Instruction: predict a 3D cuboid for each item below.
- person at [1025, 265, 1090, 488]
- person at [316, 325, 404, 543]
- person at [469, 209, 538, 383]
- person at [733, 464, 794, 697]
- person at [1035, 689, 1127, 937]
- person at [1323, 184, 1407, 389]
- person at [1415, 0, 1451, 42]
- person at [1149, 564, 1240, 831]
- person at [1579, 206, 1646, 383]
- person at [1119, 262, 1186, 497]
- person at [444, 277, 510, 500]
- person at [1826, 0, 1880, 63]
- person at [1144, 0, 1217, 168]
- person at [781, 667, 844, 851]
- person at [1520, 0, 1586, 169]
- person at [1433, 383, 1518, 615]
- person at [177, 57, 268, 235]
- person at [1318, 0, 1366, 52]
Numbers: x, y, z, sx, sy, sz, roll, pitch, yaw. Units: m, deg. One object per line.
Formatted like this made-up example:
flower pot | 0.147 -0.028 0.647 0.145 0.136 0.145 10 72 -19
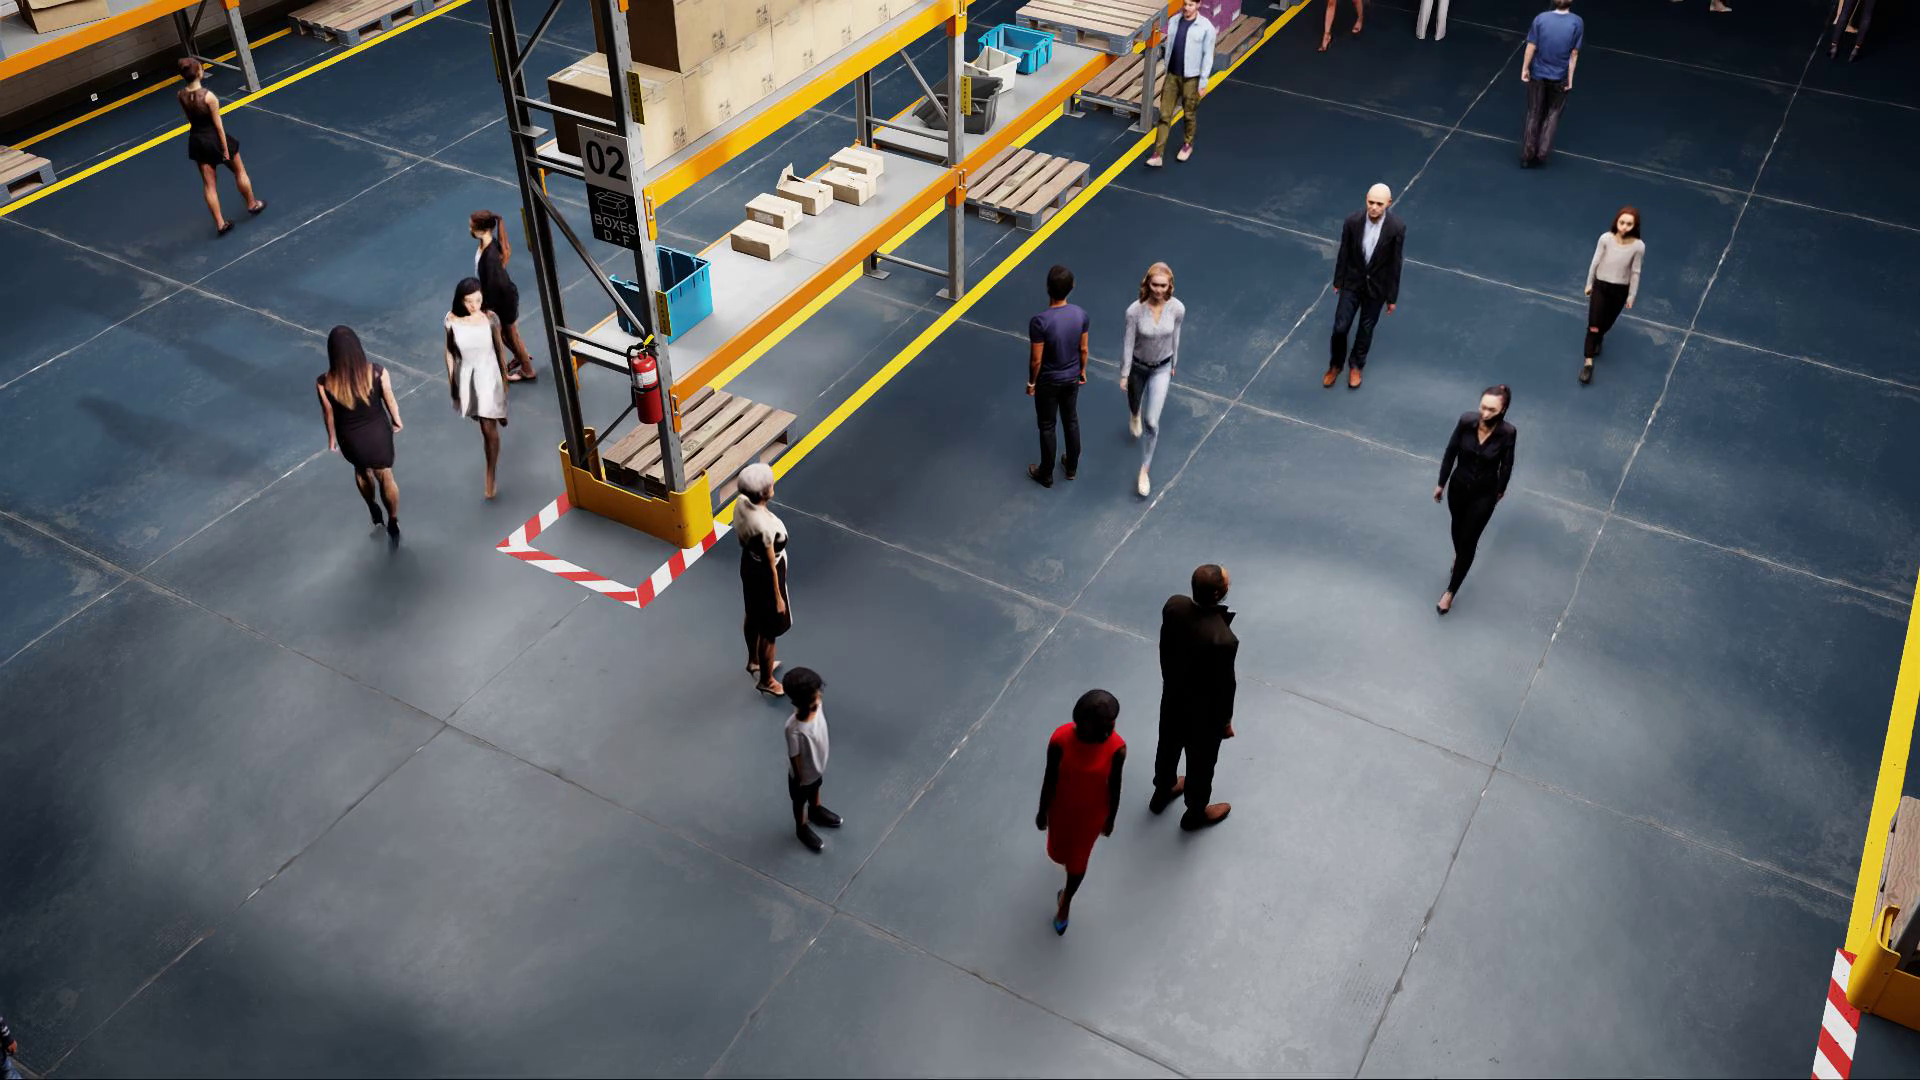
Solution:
person | 0.717 -1.195 12.256 0.669 1.790 0.781 -16 41 -19
person | -4.159 -0.682 11.681 0.783 1.706 0.856 -13 40 -16
person | -3.635 -1.975 13.429 0.728 1.545 0.671 -11 40 -13
person | -1.260 0.262 10.464 0.712 1.751 0.689 -17 42 -20
person | 0.642 1.406 9.055 0.813 1.721 0.957 4 39 5
person | 3.274 -2.077 13.364 0.736 1.786 0.702 12 40 14
person | 5.526 -6.619 19.061 0.639 1.774 0.620 10 40 12
person | 1.350 0.894 9.549 0.740 1.904 0.769 -28 46 -30
person | 5.341 -2.072 13.622 0.628 1.455 0.987 15 41 18
person | 1.387 -1.297 12.410 0.987 1.758 1.260 1 39 2
person | -3.536 -1.187 12.284 0.995 1.743 1.127 -3 39 -4
person | 10.132 -6.226 18.589 0.623 1.748 0.560 17 42 20
person | 2.270 -4.614 16.539 0.711 1.788 0.974 22 44 25
person | -0.890 1.238 9.634 0.541 1.259 0.424 19 42 22
person | 5.789 -4.523 16.367 0.715 1.860 0.671 14 41 17
person | 3.499 -0.362 11.306 0.598 1.675 0.927 23 44 26
person | -6.987 -3.621 15.404 0.753 1.653 0.949 6 39 7
person | 4.460 -6.457 18.860 1.121 1.771 0.783 -32 48 -33
